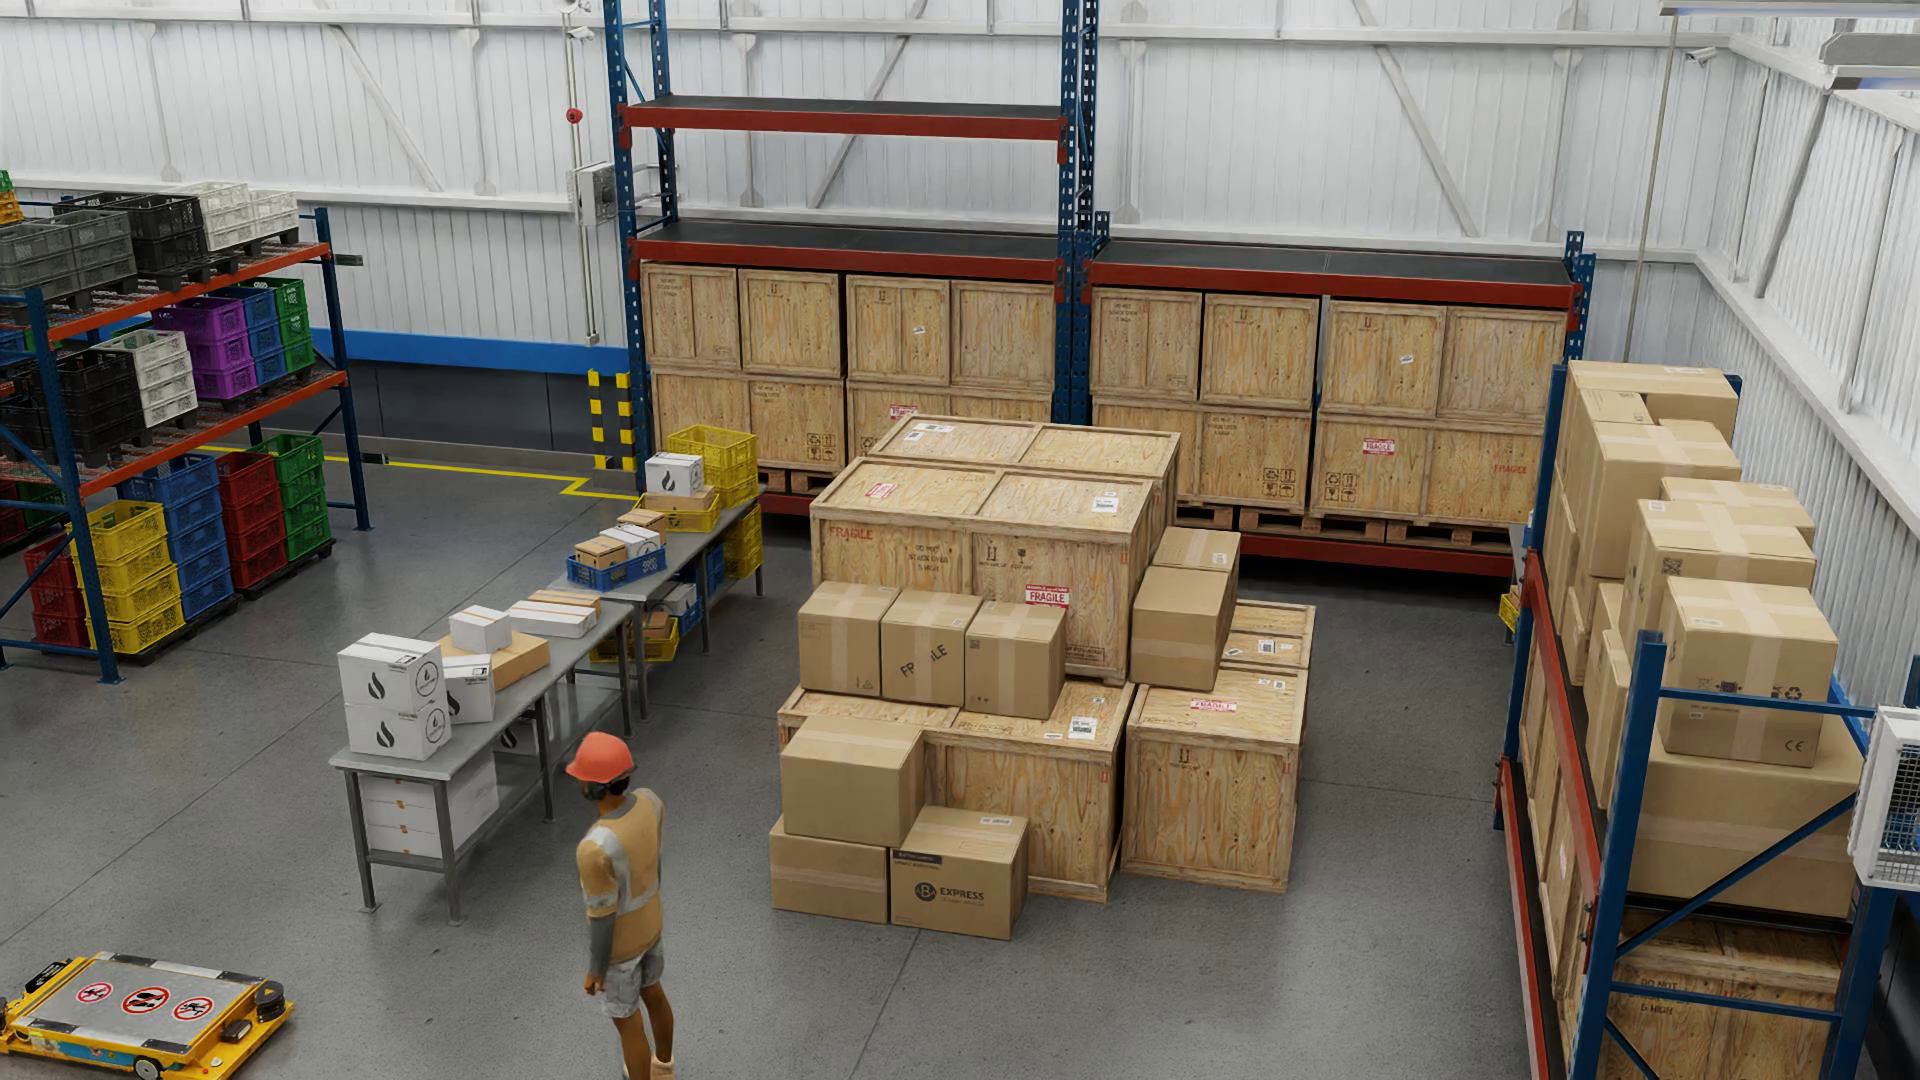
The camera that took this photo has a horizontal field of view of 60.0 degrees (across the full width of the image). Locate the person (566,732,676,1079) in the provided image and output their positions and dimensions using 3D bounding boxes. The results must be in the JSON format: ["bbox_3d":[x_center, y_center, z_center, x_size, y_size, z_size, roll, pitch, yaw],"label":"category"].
[{"bbox_3d":[-1.590,1.830,7.777,0.392,2.044,0.607,7,22,17],"label":"person"}]

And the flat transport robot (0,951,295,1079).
[{"bbox_3d":[-4.270,2.464,8.601,1.431,0.231,0.659,5,22,13],"label":"flat transport robot"}]
